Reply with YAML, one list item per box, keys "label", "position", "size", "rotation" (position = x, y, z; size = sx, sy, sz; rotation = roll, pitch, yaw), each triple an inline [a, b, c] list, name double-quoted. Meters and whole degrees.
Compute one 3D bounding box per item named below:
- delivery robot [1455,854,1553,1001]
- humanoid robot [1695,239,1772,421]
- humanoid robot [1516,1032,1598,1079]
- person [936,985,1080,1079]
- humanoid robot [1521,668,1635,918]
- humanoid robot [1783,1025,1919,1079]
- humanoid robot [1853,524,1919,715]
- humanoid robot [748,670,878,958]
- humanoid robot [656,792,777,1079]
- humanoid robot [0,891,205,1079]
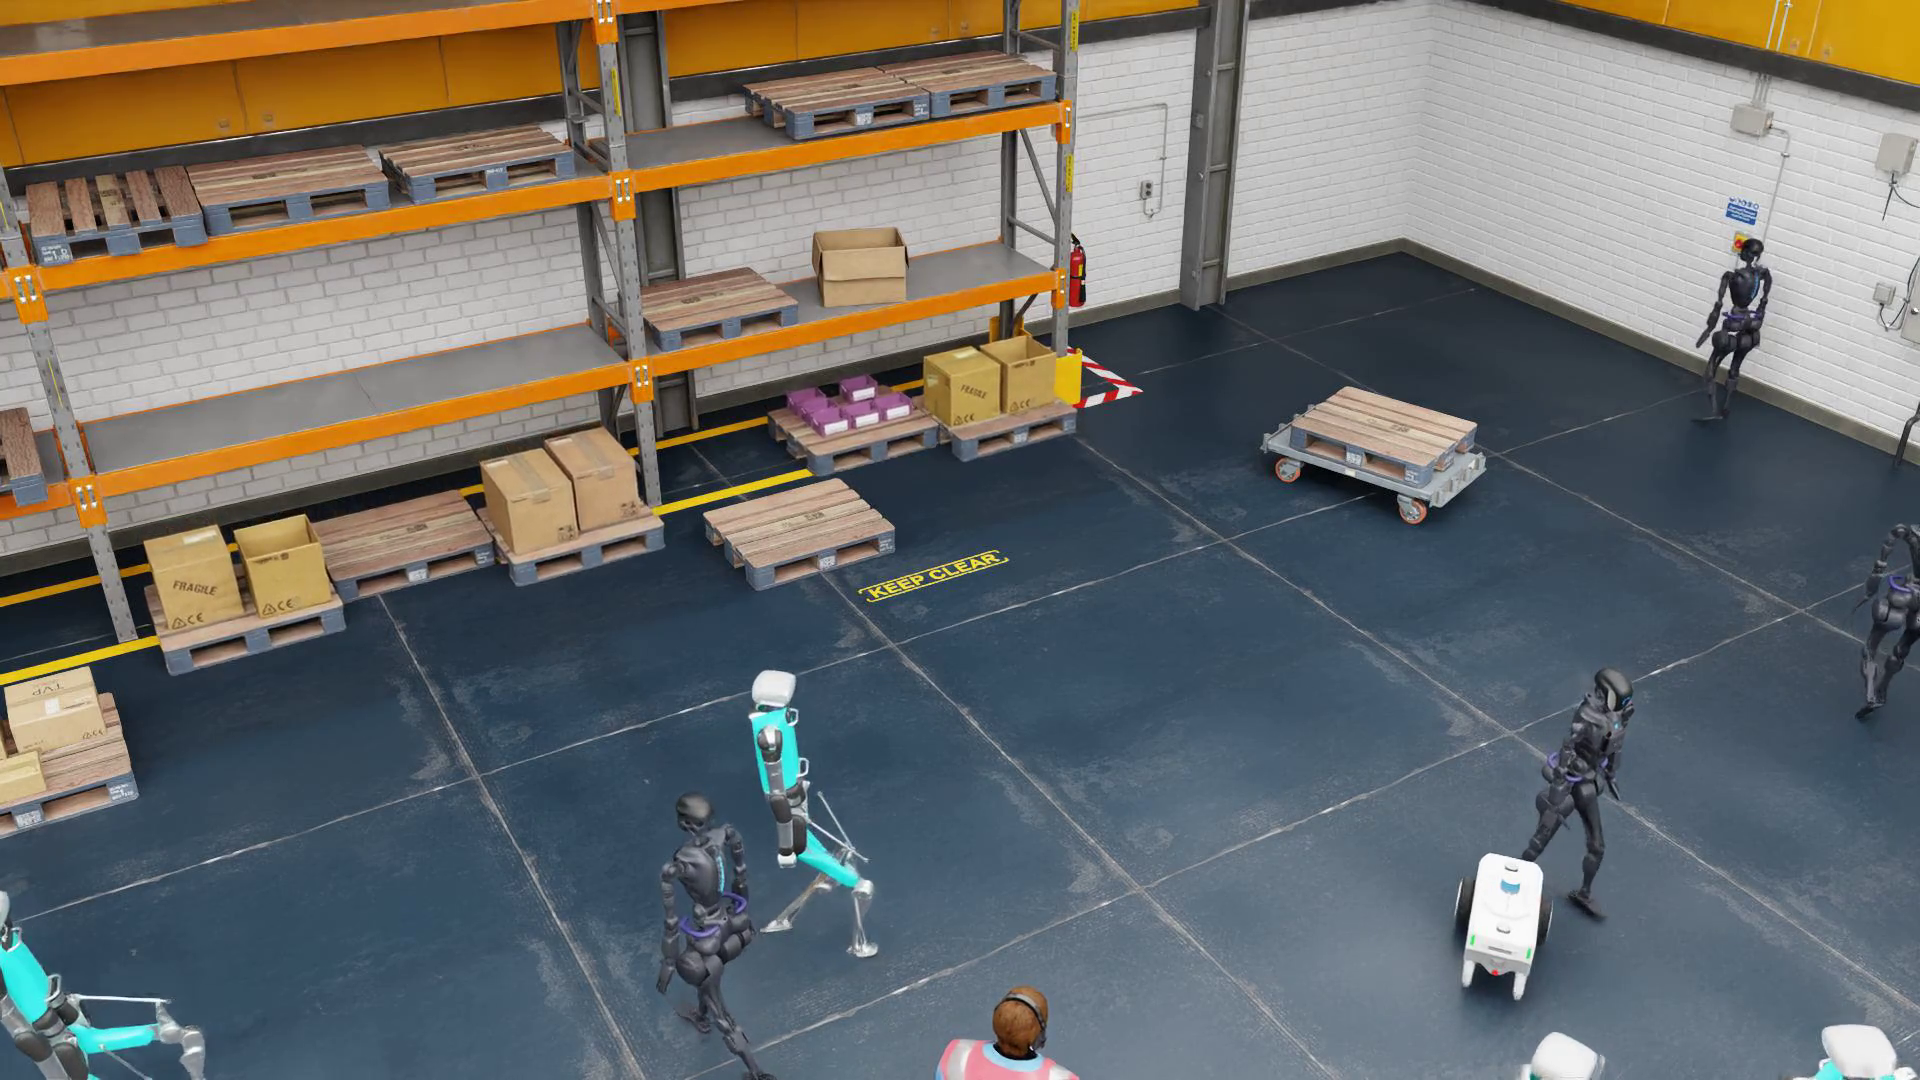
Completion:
- label: "delivery robot"
  position: [2.954, 2.052, 9.037]
  size: [0.499, 0.582, 0.773]
  rotation: [10, 31, 18]
- label: "humanoid robot"
  position: [6.939, -1.848, 14.813]
  size: [0.600, 1.641, 0.480]
  rotation: [-8, 30, -13]
- label: "humanoid robot"
  position: [2.468, 2.812, 6.622]
  size: [0.741, 1.906, 0.550]
  rotation: [15, 33, 25]
- label: "person"
  position: [0.217, 2.565, 6.852]
  size: [0.628, 1.835, 0.431]
  rotation: [10, 31, 18]
- label: "humanoid robot"
  position: [3.421, 1.351, 9.168]
  size: [0.603, 1.624, 0.611]
  rotation: [-18, 34, -28]
- label: "humanoid robot"
  position: [3.437, 2.527, 7.051]
  size: [0.553, 1.808, 0.907]
  rotation: [-3, 30, -5]
- label: "humanoid robot"
  position: [6.185, 0.420, 10.830]
  size: [0.583, 1.645, 0.574]
  rotation: [10, 31, 17]
- label: "humanoid robot"
  position: [-0.705, 1.492, 8.882]
  size: [0.878, 1.789, 0.565]
  rotation: [-1, 29, -3]
- label: "humanoid robot"
  position: [-1.225, 1.946, 8.160]
  size: [0.796, 1.633, 0.609]
  rotation: [20, 35, 31]
- label: "humanoid robot"
  position: [-3.838, 2.246, 7.591]
  size: [1.072, 1.753, 0.554]
  rotation: [-12, 32, -20]
